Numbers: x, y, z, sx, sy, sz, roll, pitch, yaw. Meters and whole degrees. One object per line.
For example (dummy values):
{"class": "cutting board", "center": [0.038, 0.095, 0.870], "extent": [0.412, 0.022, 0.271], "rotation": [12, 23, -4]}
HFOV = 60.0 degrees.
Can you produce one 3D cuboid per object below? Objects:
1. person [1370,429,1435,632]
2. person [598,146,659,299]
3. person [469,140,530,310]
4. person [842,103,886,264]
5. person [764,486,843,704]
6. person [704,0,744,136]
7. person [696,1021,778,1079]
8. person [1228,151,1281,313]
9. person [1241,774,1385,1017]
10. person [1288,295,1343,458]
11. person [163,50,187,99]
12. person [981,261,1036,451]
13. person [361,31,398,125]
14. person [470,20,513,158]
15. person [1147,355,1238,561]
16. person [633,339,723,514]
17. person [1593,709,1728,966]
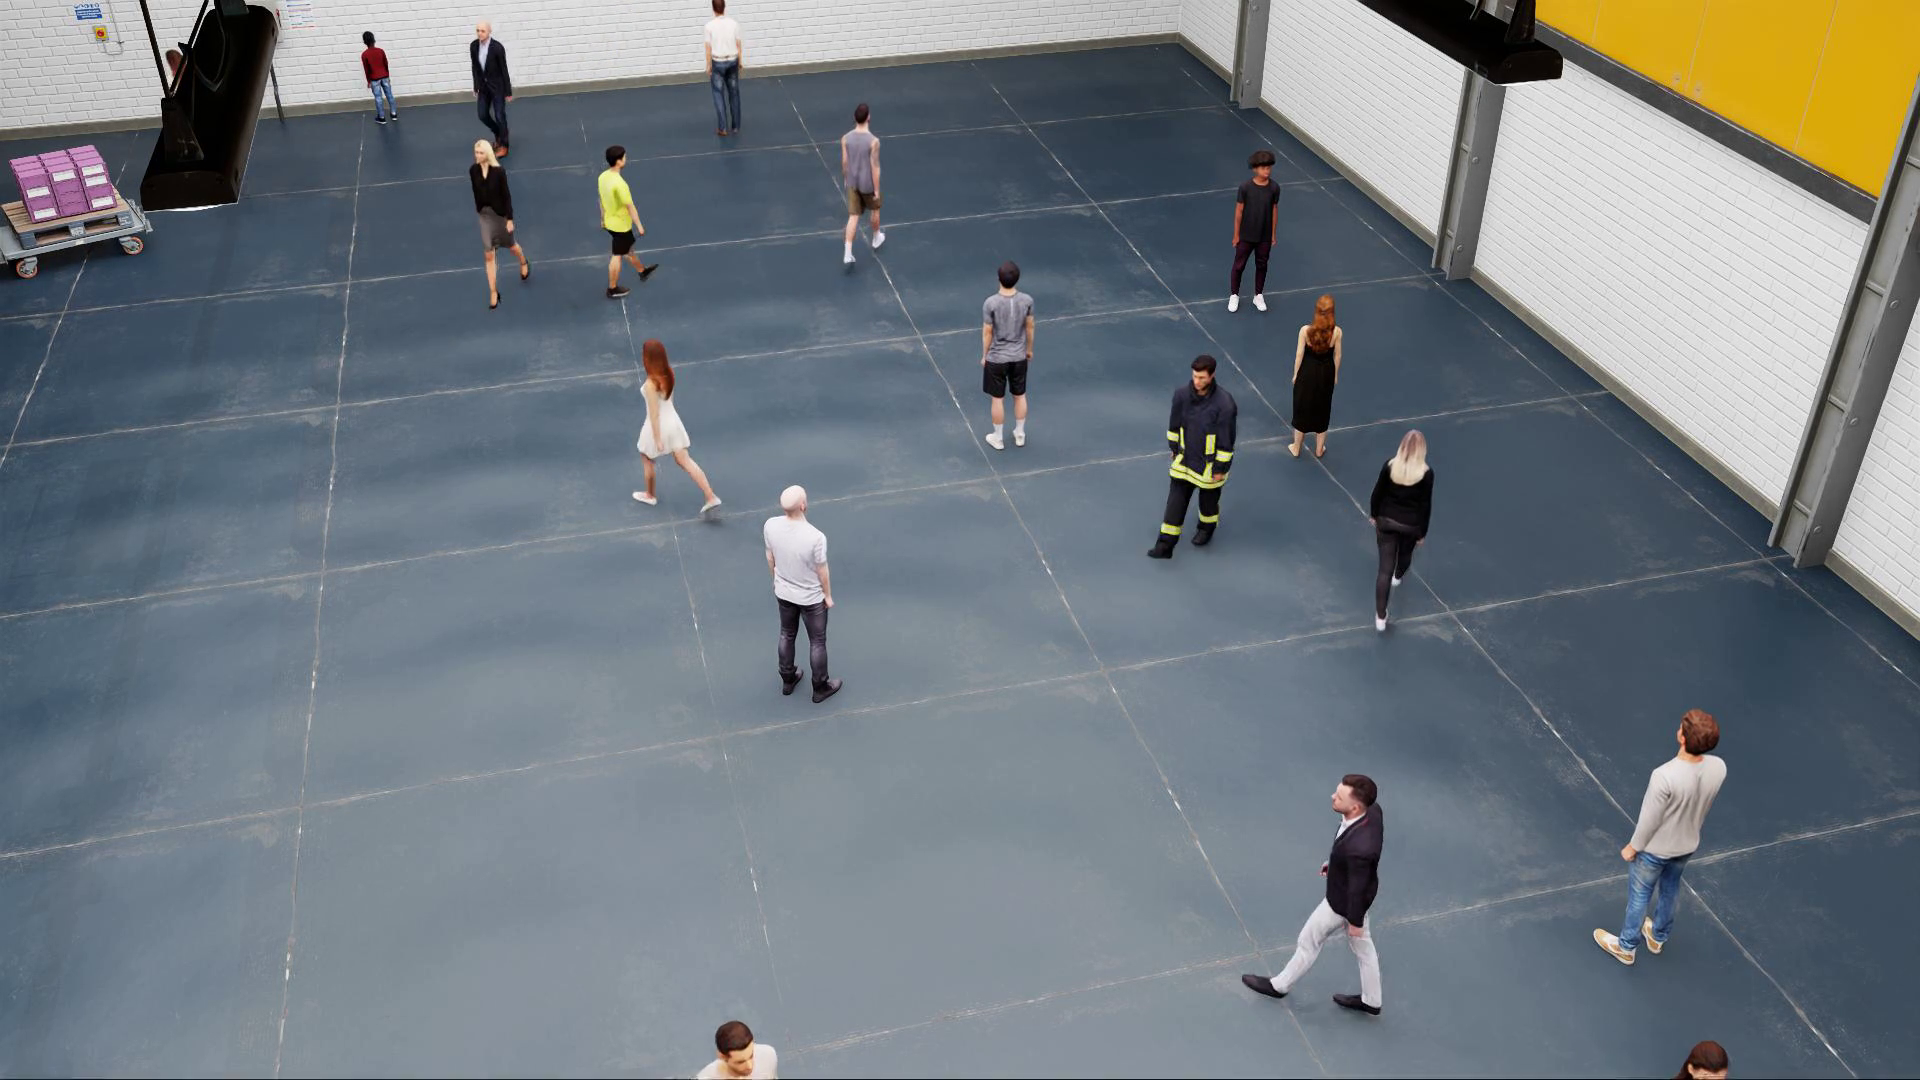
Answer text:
{"class": "person", "center": [3.439, -0.046, 13.101], "extent": [1.078, 1.636, 1.228], "rotation": [12, 36, 18]}
{"class": "person", "center": [-3.800, -3.441, 18.171], "extent": [0.984, 1.677, 1.045], "rotation": [-25, 41, -33]}
{"class": "person", "center": [-5.000, -3.490, 18.140], "extent": [0.977, 1.793, 1.275], "rotation": [6, 34, 9]}
{"class": "person", "center": [-1.150, -4.001, 18.876], "extent": [1.058, 1.806, 1.302], "rotation": [9, 35, 14]}
{"class": "person", "center": [-1.181, 0.391, 12.266], "extent": [0.752, 1.832, 0.797], "rotation": [15, 36, 21]}
{"class": "person", "center": [-3.164, -6.393, 22.451], "extent": [0.707, 1.856, 0.658], "rotation": [-13, 36, -18]}
{"class": "person", "center": [-1.151, 2.979, 8.358], "extent": [0.741, 1.849, 0.758], "rotation": [-19, 38, -27]}
{"class": "person", "center": [3.184, -3.342, 17.925], "extent": [0.676, 1.785, 0.635], "rotation": [-1, 34, -2]}
{"class": "person", "center": [2.371, 2.113, 9.698], "extent": [1.123, 1.807, 1.118], "rotation": [14, 36, 20]}
{"class": "person", "center": [3.269, -1.497, 15.292], "extent": [0.639, 1.626, 0.667], "rotation": [2, 34, 3]}
{"class": "person", "center": [-9.705, -5.326, 21.016], "extent": [1.070, 1.668, 0.953], "rotation": [25, 41, 32]}
{"class": "person", "center": [0.440, -1.704, 15.382], "extent": [0.645, 1.871, 0.529], "rotation": [-8, 35, -12]}
{"class": "person", "center": [-8.049, -6.411, 23.022], "extent": [0.580, 1.254, 0.602], "rotation": [-26, 42, -34]}
{"class": "person", "center": [-6.119, -5.965, 21.868], "extent": [0.849, 1.789, 0.863], "rotation": [8, 34, 12]}
{"class": "person", "center": [2.069, -0.749, 13.932], "extent": [1.191, 1.887, 1.251], "rotation": [18, 38, 25]}
{"class": "person", "center": [-2.485, -0.946, 14.418], "extent": [1.143, 1.676, 1.093], "rotation": [17, 37, 24]}
{"class": "person", "center": [4.280, 1.813, 10.062], "extent": [0.657, 1.905, 0.574], "rotation": [-9, 35, -14]}
